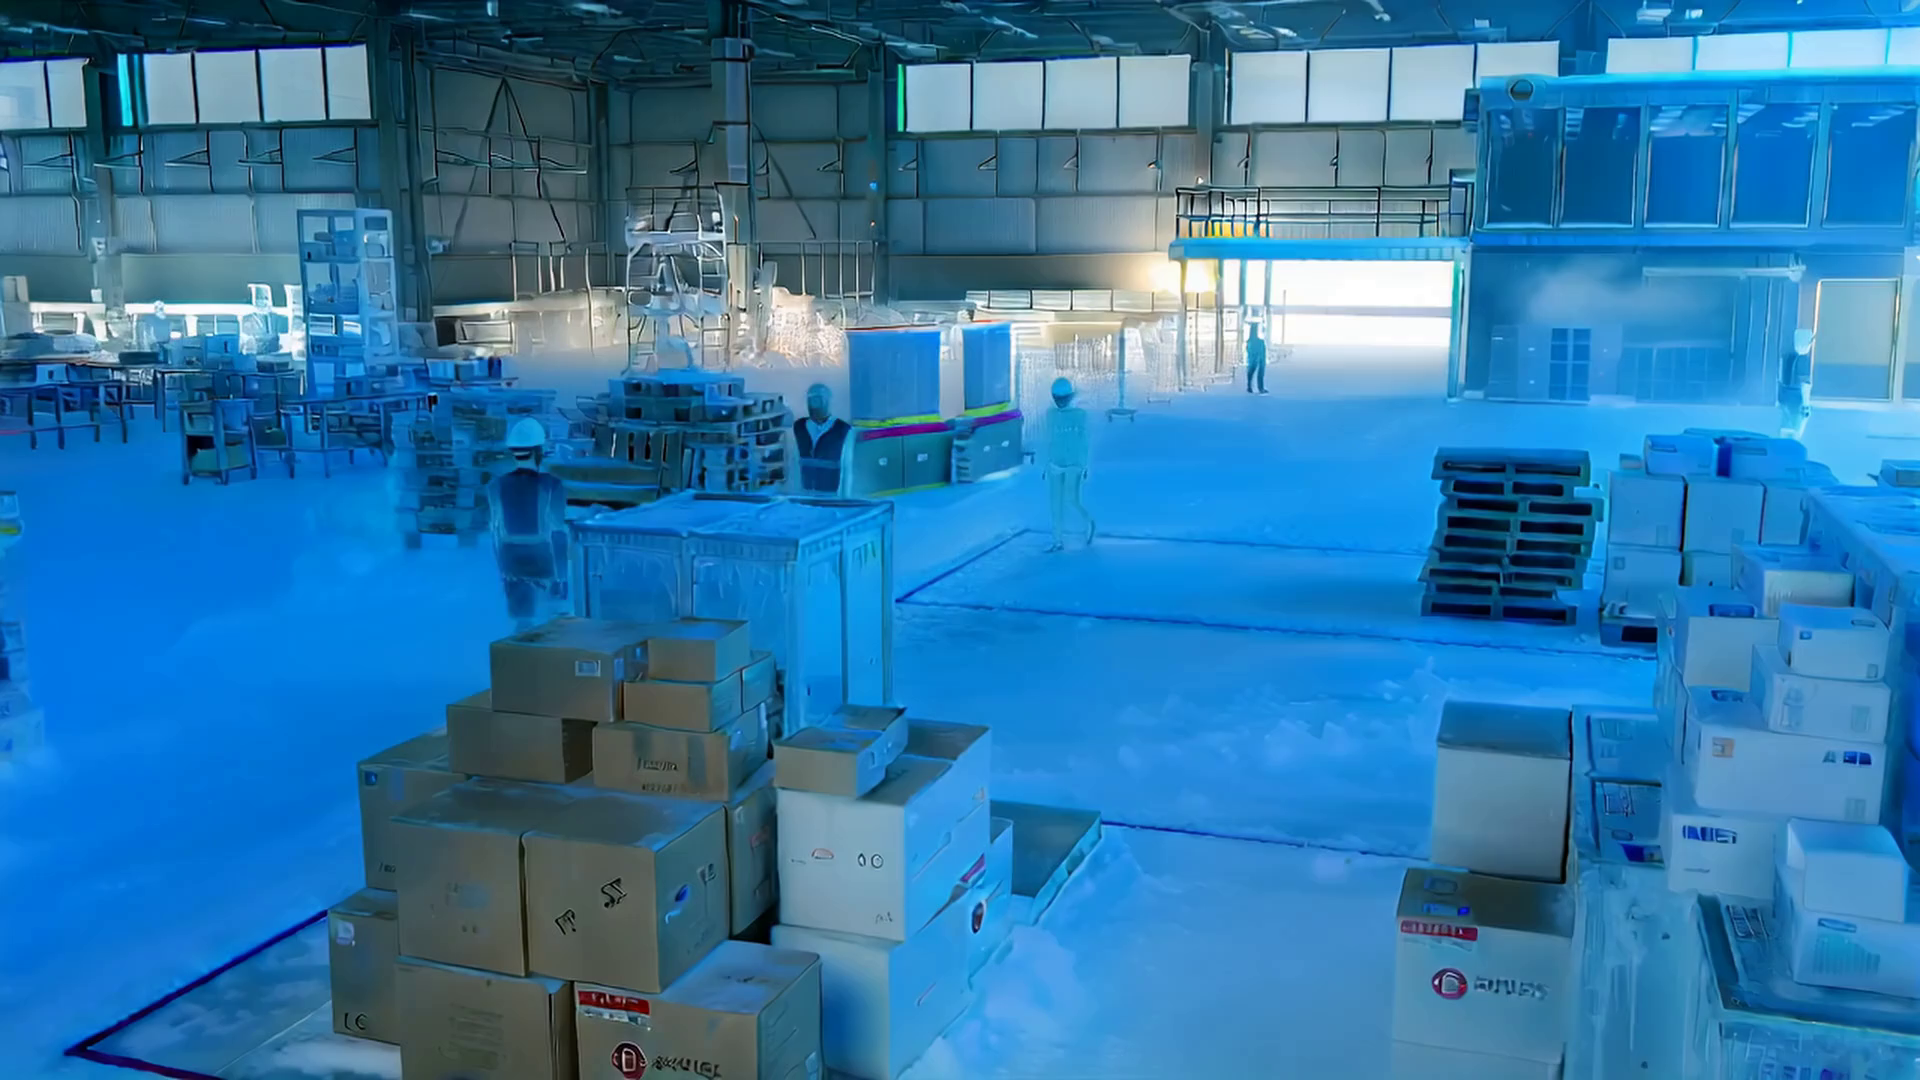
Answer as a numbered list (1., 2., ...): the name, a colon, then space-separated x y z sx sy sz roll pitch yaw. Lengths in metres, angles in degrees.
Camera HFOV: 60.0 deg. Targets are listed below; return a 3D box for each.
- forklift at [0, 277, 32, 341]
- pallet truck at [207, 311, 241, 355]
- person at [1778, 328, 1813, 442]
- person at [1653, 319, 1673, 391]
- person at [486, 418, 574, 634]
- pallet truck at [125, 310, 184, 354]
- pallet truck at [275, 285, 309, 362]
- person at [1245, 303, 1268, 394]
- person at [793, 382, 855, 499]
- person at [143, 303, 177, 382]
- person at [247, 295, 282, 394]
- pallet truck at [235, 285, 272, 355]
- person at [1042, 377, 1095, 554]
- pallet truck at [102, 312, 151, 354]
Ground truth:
1. forklift: -27.151 -6.329 46.328 1.157 1.987 2.680 3 11 17
2. pallet truck: -19.537 -5.575 44.913 0.653 1.274 1.630 3 11 19
3. person: 10.873 -1.774 21.637 0.367 1.966 0.603 -1 10 -3
4. person: 14.332 -3.906 33.808 0.639 1.902 0.407 0 10 -2
5. person: -2.746 0.175 10.764 0.558 1.921 0.553 2 10 11
6. pallet truck: -22.038 -5.665 45.457 0.704 1.261 1.522 3 11 17
7. pallet truck: -17.147 -5.700 43.663 0.823 1.965 1.885 3 11 17
8. person: 6.050 -3.889 33.891 0.505 1.847 0.344 8 13 39
9. person: -1.203 -0.367 13.936 0.625 1.880 0.910 5 11 25
10. person: -16.458 -3.967 34.324 1.043 1.847 0.667 5 11 26
11. person: -14.127 -3.965 33.822 0.606 2.029 0.467 -9 13 -41
12. pallet truck: -18.327 -5.835 44.421 0.823 1.965 1.885 4 11 23
13. person: 1.076 -0.746 16.453 0.525 1.758 0.512 8 13 37
14. pallet truck: -23.057 -5.777 46.261 0.680 1.201 1.601 3 11 19
